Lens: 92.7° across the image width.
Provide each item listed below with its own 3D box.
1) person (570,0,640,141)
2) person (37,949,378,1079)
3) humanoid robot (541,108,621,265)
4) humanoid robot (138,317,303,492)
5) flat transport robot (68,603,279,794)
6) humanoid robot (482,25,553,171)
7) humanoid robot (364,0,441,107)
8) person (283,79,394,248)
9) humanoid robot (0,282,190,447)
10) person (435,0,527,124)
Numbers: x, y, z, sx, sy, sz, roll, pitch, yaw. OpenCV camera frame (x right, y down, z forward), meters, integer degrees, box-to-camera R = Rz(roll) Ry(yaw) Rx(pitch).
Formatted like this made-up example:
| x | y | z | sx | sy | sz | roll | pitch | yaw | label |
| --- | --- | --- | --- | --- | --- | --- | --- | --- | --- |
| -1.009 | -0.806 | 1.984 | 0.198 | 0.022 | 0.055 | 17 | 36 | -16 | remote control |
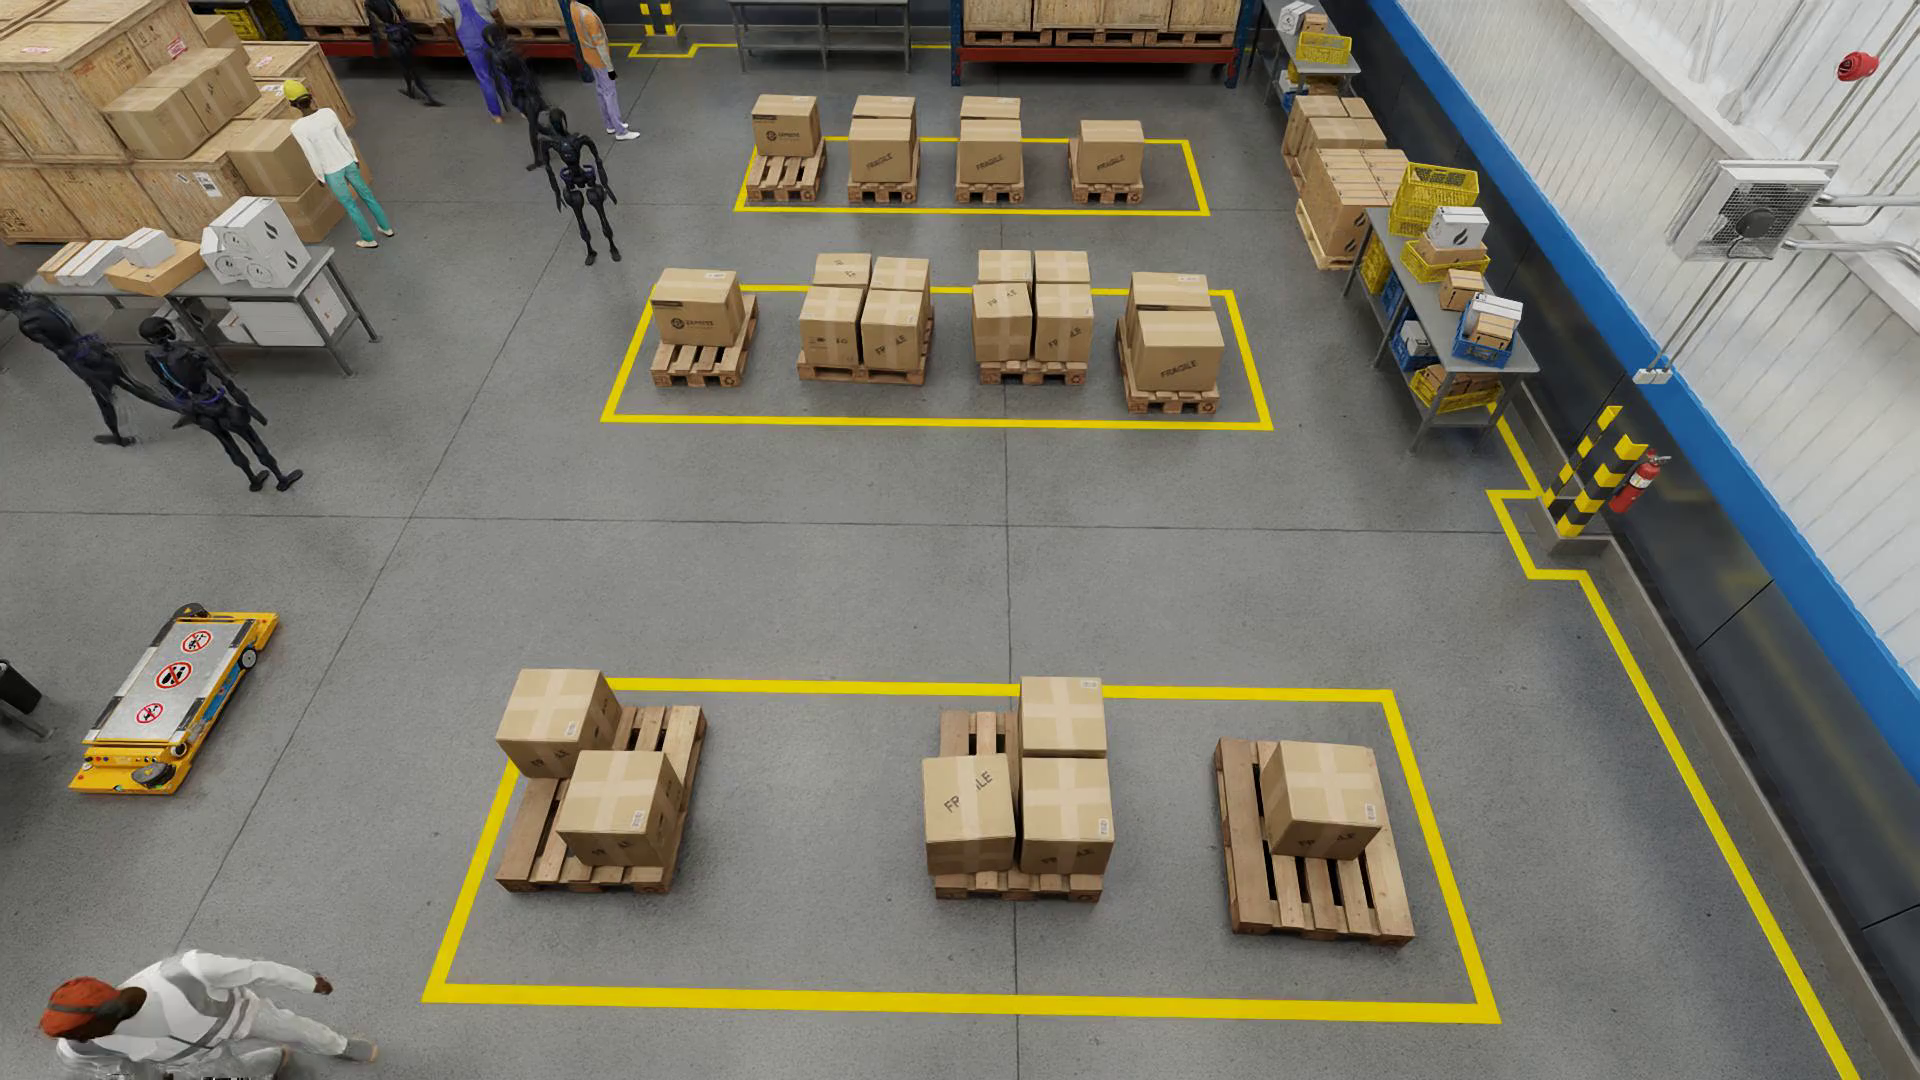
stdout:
| x | y | z | sx | sy | sz | roll | pitch | yaw | label |
| --- | --- | --- | --- | --- | --- | --- | --- | --- | --- |
| -4.442 | -5.941 | 11.306 | 0.361 | 1.930 | 0.586 | -31 | 56 | -24 | person |
| -3.504 | 2.279 | 4.391 | 0.403 | 1.878 | 0.775 | 36 | 58 | 26 | person |
| -3.925 | -3.651 | 9.524 | 0.610 | 1.657 | 0.321 | -12 | 51 | -10 | humanoid robot |
| -5.961 | -1.064 | 7.335 | 0.593 | 1.657 | 0.326 | 3 | 50 | 2 | humanoid robot |
| -5.504 | 1.072 | 6.442 | 0.652 | 0.197 | 1.431 | 1 | 50 | 1 | flat transport robot |
| -5.232 | -5.372 | 11.020 | 0.590 | 1.618 | 0.727 | 20 | 53 | 16 | humanoid robot |
| -7.431 | -6.561 | 12.016 | 0.718 | 1.632 | 0.586 | 5 | 50 | 4 | humanoid robot |
| -6.639 | -3.973 | 9.747 | 0.313 | 1.767 | 0.534 | 18 | 52 | 15 | person |
| -7.322 | -1.475 | 7.725 | 0.800 | 1.607 | 0.654 | -21 | 53 | -17 | humanoid robot |
| -6.060 | -6.365 | 11.593 | 0.673 | 2.000 | 0.536 | -15 | 51 | -13 | person |
